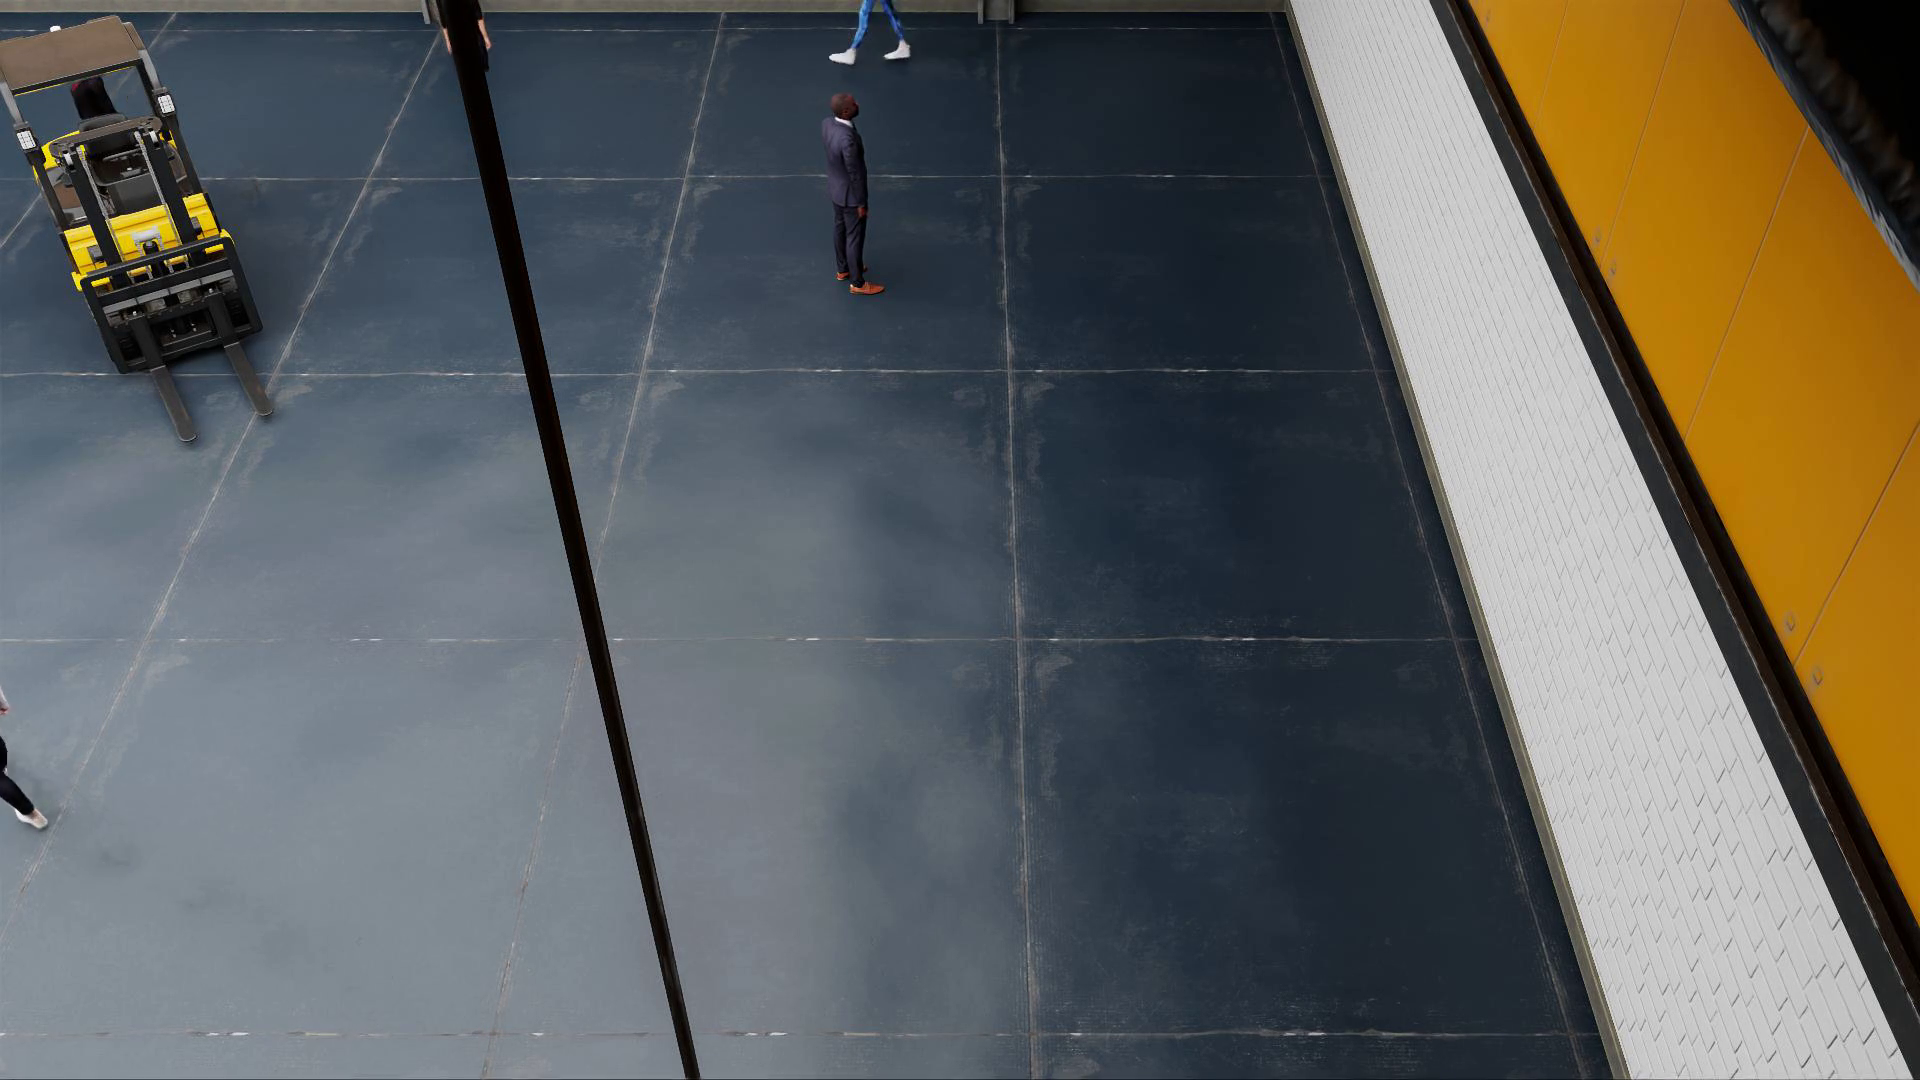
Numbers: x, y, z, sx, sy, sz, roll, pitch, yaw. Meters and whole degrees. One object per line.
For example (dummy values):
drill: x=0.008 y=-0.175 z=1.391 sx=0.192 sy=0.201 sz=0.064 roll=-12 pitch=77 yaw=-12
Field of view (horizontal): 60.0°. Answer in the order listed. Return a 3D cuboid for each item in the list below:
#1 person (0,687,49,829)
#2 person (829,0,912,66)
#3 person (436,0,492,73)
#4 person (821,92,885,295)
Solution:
person: x=-5.786 y=1.112 z=9.775 sx=1.091 sy=1.668 sz=0.944 roll=23 pitch=48 yaw=22
person: x=-0.731 y=-5.642 z=16.807 sx=1.145 sy=1.748 sz=0.751 roll=-9 pitch=44 yaw=-9
person: x=-4.801 y=-4.901 z=16.122 sx=0.948 sy=1.620 sz=0.910 roll=-21 pitch=47 yaw=-21
person: x=-0.930 y=-2.898 z=13.873 sx=0.769 sy=1.822 sz=0.782 roll=-19 pitch=47 yaw=-18
